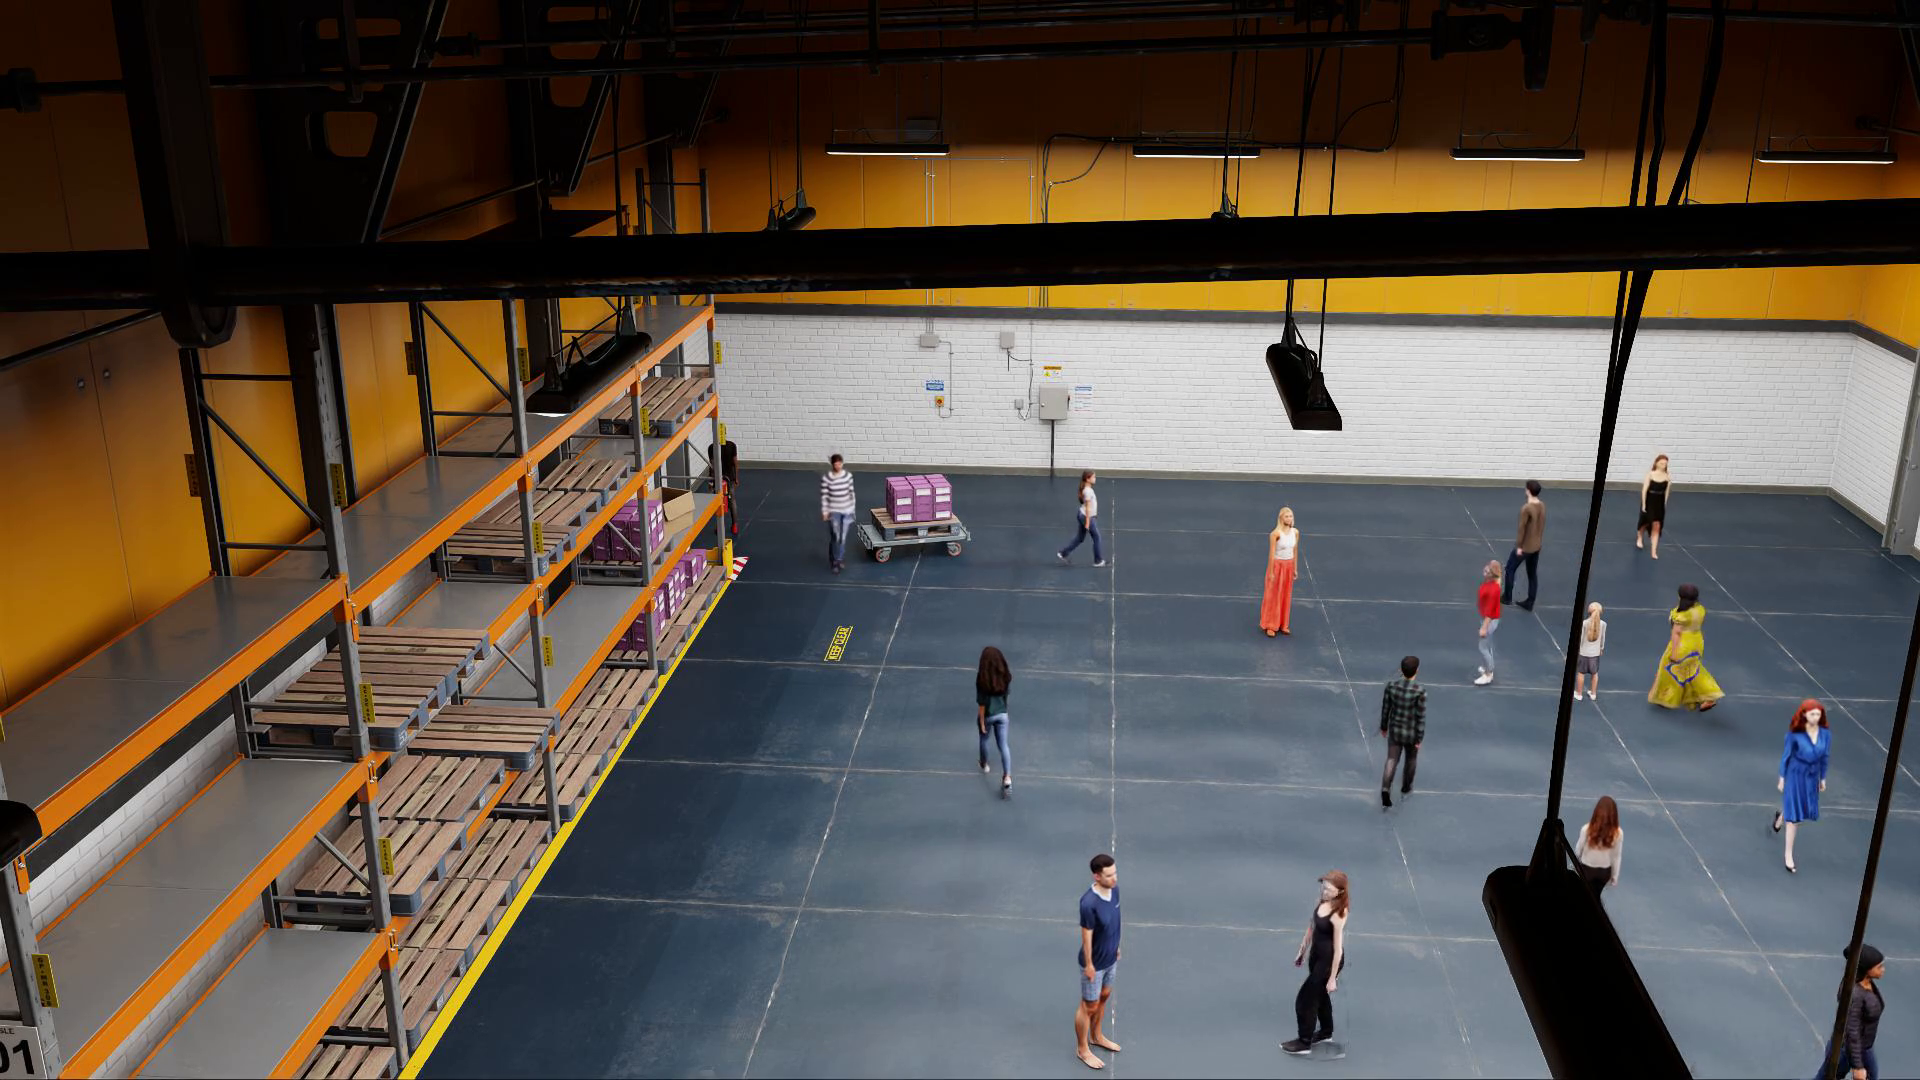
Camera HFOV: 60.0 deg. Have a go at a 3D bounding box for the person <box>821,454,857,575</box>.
[{"bbox_3d":[-1.854,-0.442,25.047,0.807,1.829,0.875,-8,20,-22],"label":"person"}]

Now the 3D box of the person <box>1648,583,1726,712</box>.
[{"bbox_3d":[8.799,1.352,20.033,1.038,1.630,1.158,-11,21,-29],"label":"person"}]

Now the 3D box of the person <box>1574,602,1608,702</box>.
[{"bbox_3d":[7.784,1.366,20.551,0.528,1.273,0.545,-1,19,-2],"label":"person"}]

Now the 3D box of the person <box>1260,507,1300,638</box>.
[{"bbox_3d":[4.357,0.417,22.540,0.727,1.801,0.746,-9,20,-24],"label":"person"}]

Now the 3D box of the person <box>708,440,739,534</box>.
[{"bbox_3d":[-3.790,-0.975,26.668,0.720,1.805,0.704,-8,20,-21],"label":"person"}]

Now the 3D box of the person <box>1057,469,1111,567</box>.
[{"bbox_3d":[1.859,-0.330,25.176,0.710,1.535,1.003,-2,19,-5],"label":"person"}]

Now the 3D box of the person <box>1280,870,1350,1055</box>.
[{"bbox_3d":[3.063,3.453,13.652,0.763,1.720,0.742,-2,19,-5],"label":"person"}]

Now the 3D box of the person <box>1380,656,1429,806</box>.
[{"bbox_3d":[4.804,2.094,18.026,0.927,1.690,1.091,10,21,28],"label":"person"}]

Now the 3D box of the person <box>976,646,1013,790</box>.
[{"bbox_3d":[0.408,1.969,18.270,0.867,1.586,1.167,-5,19,-16],"label":"person"}]

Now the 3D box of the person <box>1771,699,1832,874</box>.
[{"bbox_3d":[8.383,2.402,16.632,0.675,1.810,0.934,0,19,-1],"label":"person"}]

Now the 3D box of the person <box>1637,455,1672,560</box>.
[{"bbox_3d":[10.701,-0.545,25.758,0.636,1.571,1.138,3,19,10],"label":"person"}]

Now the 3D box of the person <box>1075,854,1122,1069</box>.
[{"bbox_3d":[1.129,3.398,13.614,0.775,1.850,0.674,14,23,36],"label":"person"}]

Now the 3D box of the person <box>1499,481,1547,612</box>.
[{"bbox_3d":[8.041,0.108,23.351,0.916,1.869,0.987,-12,22,-33],"label":"person"}]

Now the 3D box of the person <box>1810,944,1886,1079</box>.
[{"bbox_3d":[6.606,3.835,12.538,1.118,1.707,1.176,-16,24,-39],"label":"person"}]

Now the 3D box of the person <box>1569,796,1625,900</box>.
[{"bbox_3d":[5.813,3.081,15.197,0.530,1.440,0.956,2,19,5],"label":"person"}]

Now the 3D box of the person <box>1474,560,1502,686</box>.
[{"bbox_3d":[6.648,1.025,20.919,0.841,1.685,0.516,8,20,21],"label":"person"}]
